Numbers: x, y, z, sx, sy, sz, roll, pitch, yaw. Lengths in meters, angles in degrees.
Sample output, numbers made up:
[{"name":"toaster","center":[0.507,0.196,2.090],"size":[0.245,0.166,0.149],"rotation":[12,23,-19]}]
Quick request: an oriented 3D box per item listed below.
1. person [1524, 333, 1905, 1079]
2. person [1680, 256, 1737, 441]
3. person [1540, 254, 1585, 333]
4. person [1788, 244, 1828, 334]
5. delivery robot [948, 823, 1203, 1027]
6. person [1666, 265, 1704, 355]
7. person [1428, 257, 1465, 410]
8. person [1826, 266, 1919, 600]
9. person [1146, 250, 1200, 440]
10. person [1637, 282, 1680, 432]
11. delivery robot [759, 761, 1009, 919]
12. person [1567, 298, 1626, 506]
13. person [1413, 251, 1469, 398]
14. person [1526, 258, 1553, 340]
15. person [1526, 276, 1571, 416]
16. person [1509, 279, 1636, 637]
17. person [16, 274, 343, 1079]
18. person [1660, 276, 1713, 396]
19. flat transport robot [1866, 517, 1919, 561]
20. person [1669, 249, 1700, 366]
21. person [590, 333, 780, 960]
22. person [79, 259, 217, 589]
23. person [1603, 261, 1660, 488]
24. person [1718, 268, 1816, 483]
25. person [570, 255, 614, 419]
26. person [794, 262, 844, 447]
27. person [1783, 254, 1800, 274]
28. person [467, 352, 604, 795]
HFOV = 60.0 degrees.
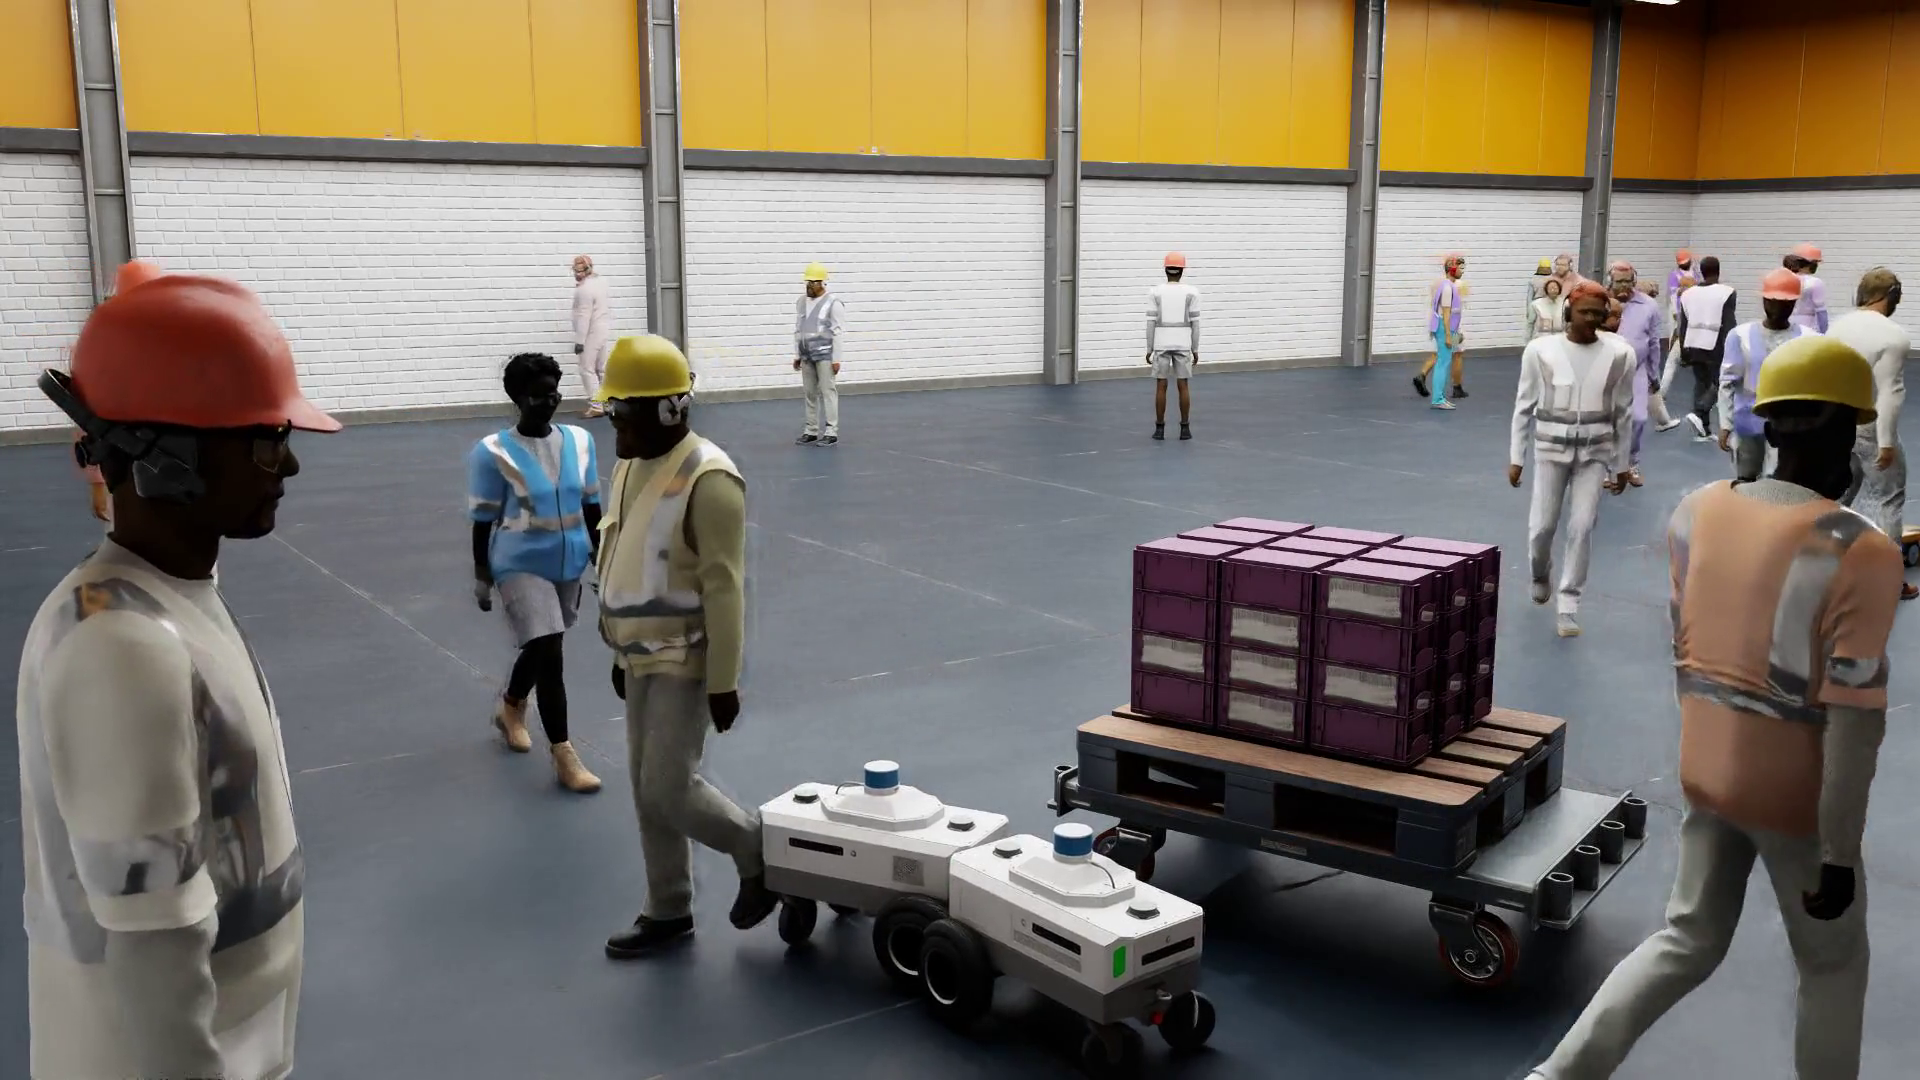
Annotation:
[{"name":"person","center":[1.650,0.510,3.525],"size":[0.854,1.891,0.587],"rotation":[-4,11,-20]},{"name":"person","center":[7.540,-1.922,16.837],"size":[0.528,1.884,0.634],"rotation":[-6,12,-31]},{"name":"person","center":[7.955,-2.858,22.077],"size":[0.650,1.845,1.037],"rotation":[7,13,35]},{"name":"person","center":[9.736,-2.403,19.207],"size":[1.067,1.983,0.628],"rotation":[-3,11,-17]},{"name":"delivery robot","center":[0.292,0.980,4.316],"size":[0.477,0.478,0.707],"rotation":[-8,13,-38]},{"name":"person","center":[12.773,-4.169,29.332],"size":[0.625,1.825,0.748],"rotation":[9,14,40]},{"name":"person","center":[5.862,-2.494,20.115],"size":[0.384,1.836,0.567],"rotation":[3,11,18]},{"name":"person","center":[5.183,-0.609,9.576],"size":[0.659,1.906,0.655],"rotation":[-2,10,-10]},{"name":"person","center":[2.179,-1.991,17.071],"size":[0.551,1.934,0.373],"rotation":[1,10,5]},{"name":"person","center":[7.220,-1.910,17.549],"size":[0.848,1.595,0.526],"rotation":[-4,11,-23]},{"name":"delivery robot","center":[-0.228,0.886,4.836],"size":[0.707,0.478,0.477],"rotation":[5,12,27]},{"name":"person","center":[4.859,-1.044,12.756],"size":[0.486,1.616,0.418],"rotation":[10,14,43]},{"name":"person","center":[6.211,-2.751,21.369],"size":[0.834,1.905,0.545],"rotation":[-7,13,-35]},{"name":"person","center":[9.440,-3.700,27.003],"size":[0.480,1.734,0.333],"rotation":[3,11,15]},{"name":"person","center":[6.790,-2.214,19.135],"size":[0.531,1.623,0.389],"rotation":[3,11,14]},{"name":"person","center":[3.233,-0.451,8.839],"size":[0.593,1.865,0.626],"rotation":[2,11,13]},{"name":"person","center":[-0.991,0.675,2.220],"size":[0.417,2.035,0.610],"rotation":[-4,11,-20]},{"name":"person","center":[9.102,-2.497,20.817],"size":[0.868,1.590,0.502],"rotation":[9,14,40]},{"name":"flat transport robot","center":[5.569,0.030,10.561],"size":[1.431,0.197,0.652],"rotation":[-7,12,-32]},{"name":"person","center":[11.653,-3.702,26.627],"size":[0.734,1.891,0.382],"rotation":[-4,11,-21]},{"name":"person","center":[-0.798,0.313,4.770],"size":[0.484,1.814,0.611],"rotation":[-7,12,-33]},{"name":"person","center":[-3.718,-0.291,7.674],"size":[0.726,1.969,0.642],"rotation":[9,14,42]},{"name":"person","center":[5.425,-1.348,13.714],"size":[0.672,1.878,0.518],"rotation":[2,10,10]},{"name":"person","center":[4.967,-0.723,10.268],"size":[0.553,1.897,0.978],"rotation":[5,11,23]},{"name":"person","center":[-4.255,-2.336,19.154],"size":[0.408,1.879,0.788],"rotation":[0,10,2]},{"name":"person","center":[-1.426,-1.843,16.581],"size":[0.584,1.826,0.403],"rotation":[8,13,38]},{"name":"person","center":[11.424,-3.018,22.964],"size":[0.429,1.841,0.636],"rotation":[0,10,1]},{"name":"person","center":[-1.653,0.090,6.432],"size":[0.853,1.658,0.527],"rotation":[9,14,41]}]
